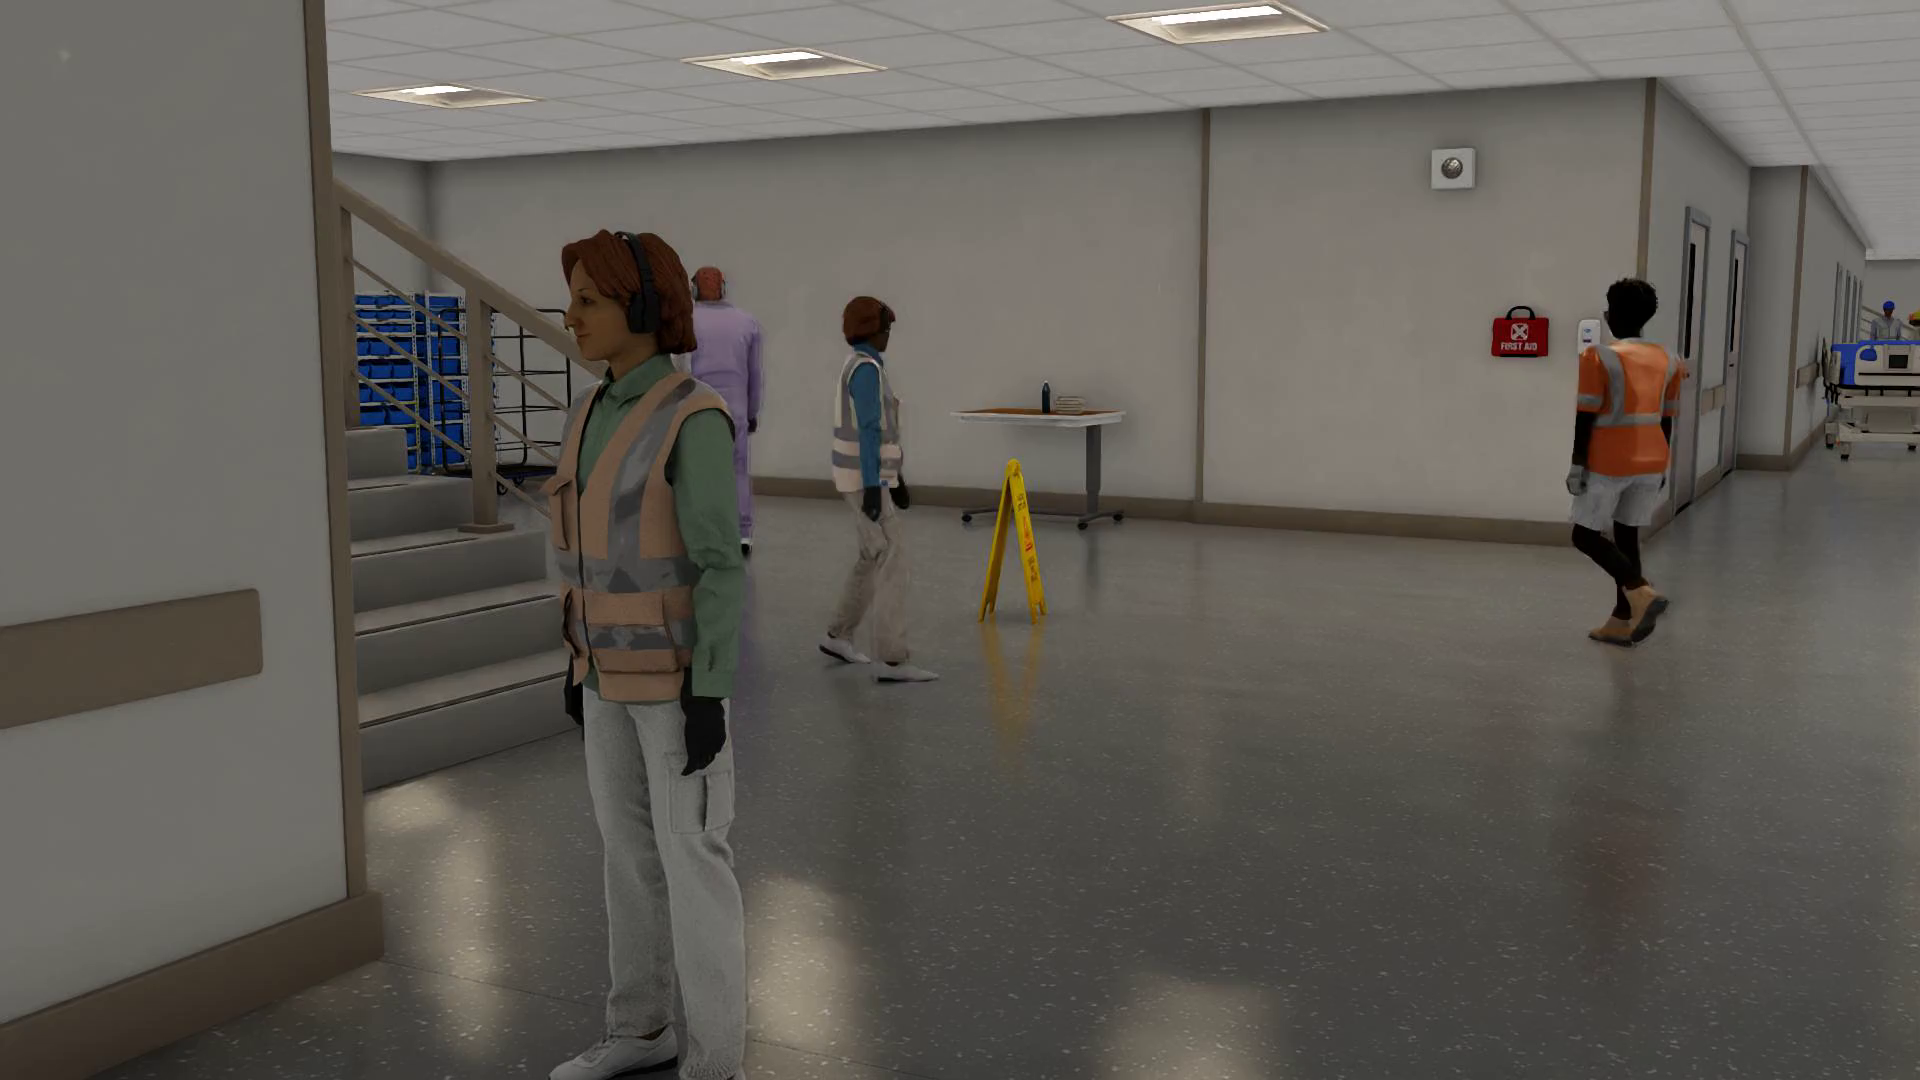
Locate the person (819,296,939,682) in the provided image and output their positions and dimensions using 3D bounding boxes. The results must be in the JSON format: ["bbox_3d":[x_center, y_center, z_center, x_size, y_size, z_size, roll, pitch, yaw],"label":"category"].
[{"bbox_3d":[-0.370,-0.222,6.988,0.513,1.600,0.550,0,7,1],"label":"person"}]

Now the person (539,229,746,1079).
[{"bbox_3d":[-0.573,0.265,3.048,0.310,1.638,0.523,-6,10,-40],"label":"person"}]

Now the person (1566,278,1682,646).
[{"bbox_3d":[3.015,-0.327,7.435,0.545,1.680,0.510,-3,8,-21],"label":"person"}]

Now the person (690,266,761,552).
[{"bbox_3d":[-1.605,-0.852,10.861,0.654,1.850,1.015,-3,8,-23],"label":"person"}]

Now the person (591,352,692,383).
[{"bbox_3d":[-1.795,-0.638,9.385,0.591,1.808,0.829,-2,8,-18],"label":"person"}]

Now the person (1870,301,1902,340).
[{"bbox_3d":[19.254,-3.992,34.613,0.605,1.951,0.380,1,8,9],"label":"person"}]
